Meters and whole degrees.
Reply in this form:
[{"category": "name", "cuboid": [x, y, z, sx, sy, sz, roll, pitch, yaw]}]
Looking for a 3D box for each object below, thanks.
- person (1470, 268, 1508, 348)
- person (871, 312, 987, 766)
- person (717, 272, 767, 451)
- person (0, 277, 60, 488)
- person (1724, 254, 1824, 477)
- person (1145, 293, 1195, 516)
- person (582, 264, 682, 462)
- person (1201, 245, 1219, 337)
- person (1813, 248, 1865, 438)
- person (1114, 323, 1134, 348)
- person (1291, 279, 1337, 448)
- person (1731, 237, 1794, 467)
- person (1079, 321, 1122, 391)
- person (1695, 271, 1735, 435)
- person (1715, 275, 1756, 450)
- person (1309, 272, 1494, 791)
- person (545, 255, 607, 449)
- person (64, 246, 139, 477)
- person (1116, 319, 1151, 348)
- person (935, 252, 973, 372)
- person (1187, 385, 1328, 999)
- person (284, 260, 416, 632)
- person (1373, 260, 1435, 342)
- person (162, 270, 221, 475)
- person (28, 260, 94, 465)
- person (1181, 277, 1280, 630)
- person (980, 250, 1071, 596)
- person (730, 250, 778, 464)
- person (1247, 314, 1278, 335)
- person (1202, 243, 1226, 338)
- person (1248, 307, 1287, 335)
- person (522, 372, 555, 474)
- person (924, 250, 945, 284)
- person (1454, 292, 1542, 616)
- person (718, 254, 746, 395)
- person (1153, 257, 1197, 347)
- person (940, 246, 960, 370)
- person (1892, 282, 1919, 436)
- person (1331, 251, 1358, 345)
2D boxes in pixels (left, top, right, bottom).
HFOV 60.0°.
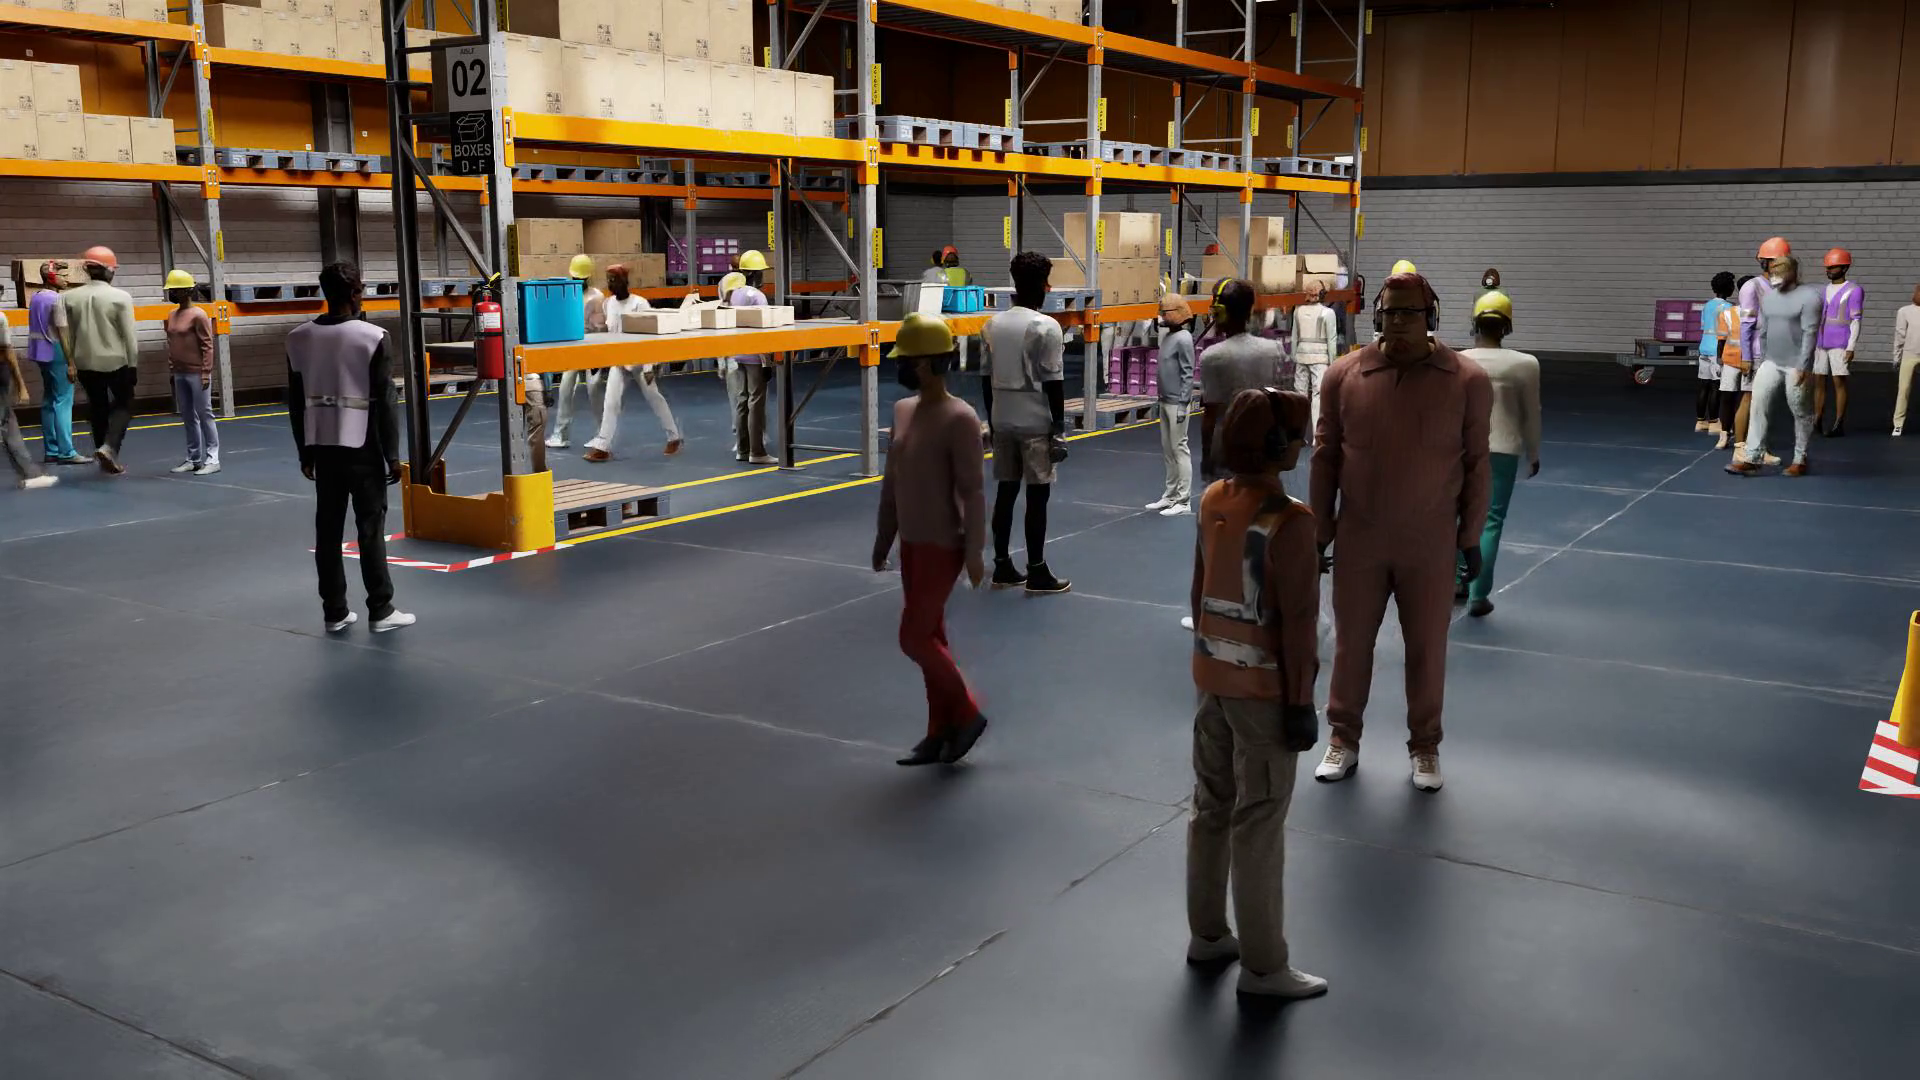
[{"category": "person", "cuboid": [7.262, -2.912, 22.884, 0.499, 1.636, 0.285, 8, 13, 39]}, {"category": "person", "cuboid": [-0.141, 0.016, 6.331, 0.378, 1.750, 0.535, -6, 12, -30]}, {"category": "person", "cuboid": [-2.085, -1.698, 15.921, 0.492, 1.726, 0.420, 1, 10, 6]}, {"category": "person", "cuboid": [-7.683, -1.245, 13.220, 0.527, 1.816, 0.840, 6, 12, 31]}, {"category": "person", "cuboid": [6.939, -1.460, 14.119, 0.935, 1.887, 0.656, -5, 11, -26]}, {"category": "person", "cuboid": [1.570, -0.999, 12.293, 0.269, 1.631, 0.509, -2, 10, -13]}, {"category": "person", "cuboid": [-3.028, -1.643, 15.395, 0.591, 1.820, 1.111, 6, 12, 30]}, {"category": "person", "cuboid": [4.587, -4.406, 30.348, 0.368, 1.929, 0.590, 9, 14, 41]}, {"category": "person", "cuboid": [8.974, -2.025, 17.134, 0.356, 1.937, 0.552, -4, 11, -23]}, {"category": "person", "cuboid": [2.879, -4.238, 29.542, 0.573, 1.887, 0.356, -4, 11, -22]}, {"category": "person", "cuboid": [3.462, -1.723, 16.288, 0.311, 1.638, 0.521, -9, 13, -39]}, {"category": "person", "cuboid": [7.223, -1.672, 14.888, 0.615, 2.041, 0.376, -6, 12, -30]}, {"category": "person", "cuboid": [1.883, -2.916, 22.365, 0.602, 1.830, 0.404, 1, 10, 5]}, {"category": "person", "cuboid": [7.905, -1.943, 17.349, 0.317, 1.697, 0.533, -1, 10, -3]}, {"category": "person", "cuboid": [7.525, -1.687, 15.972, 0.536, 1.686, 0.321, 7, 12, 34]}, {"category": "person", "cuboid": [1.609, -0.027, 6.151, 0.651, 1.907, 0.409, 3, 11, 18]}, {"category": "person", "cuboid": [-3.707, -1.786, 15.986, 0.635, 1.873, 0.871, 8, 13, 37]}, {"category": "person", "cuboid": [-7.289, -1.501, 14.147, 0.616, 1.977, 0.540, 0, 10, 0]}, {"category": "person", "cuboid": [2.824, -3.735, 26.732, 0.643, 1.904, 0.920, 9, 14, 42]}, {"category": "person", "cuboid": [-0.117, -3.511, 25.649, 0.622, 1.840, 0.430, -5, 11, -24]}, {"category": "person", "cuboid": [0.788, 0.405, 4.492, 0.314, 1.641, 0.515, -4, 11, -21]}, {"category": "person", "cuboid": [-3.165, -0.470, 8.581, 0.590, 1.918, 0.398, 2, 10, 12]}, {"category": "person", "cuboid": [4.108, -1.686, 15.549, 0.586, 1.833, 0.403, 9, 14, 42]}, {"category": "person", "cuboid": [-6.667, -1.440, 14.373, 0.535, 1.767, 0.317, 6, 12, 32]}, {"category": "person", "cuboid": [-8.179, -1.596, 15.024, 0.569, 1.840, 0.373, 8, 13, 38]}, {"category": "person", "cuboid": [1.418, -0.387, 8.317, 0.518, 1.845, 0.724, -5, 11, -25]}, {"category": "person", "cuboid": [0.382, -0.665, 9.519, 0.361, 1.963, 0.613, -9, 14, -42]}, {"category": "person", "cuboid": [-1.868, -1.653, 15.094, 0.361, 1.928, 0.594, -7, 12, -33]}, {"category": "person", "cuboid": [4.773, -3.559, 25.792, 1.046, 1.865, 0.656, -1, 10, -7]}, {"category": "person", "cuboid": [3.823, -3.376, 24.460, 0.625, 1.992, 0.386, -5, 12, -27]}, {"category": "person", "cuboid": [4.595, -3.504, 25.326, 0.922, 1.954, 0.618, -7, 12, -34]}, {"category": "person", "cuboid": [-3.474, -1.191, 13.342, 0.514, 1.641, 0.307, 5, 11, 27]}, {"category": "person", "cuboid": [-0.342, -3.955, 28.100, 0.559, 1.849, 0.516, 4, 11, 21]}, {"category": "person", "cuboid": [2.905, -0.476, 9.118, 0.529, 1.742, 0.672, 6, 12, 30]}, {"category": "person", "cuboid": [-2.829, -2.779, 21.585, 0.627, 1.844, 0.429, 7, 13, 35]}, {"category": "person", "cuboid": [2.977, -3.037, 23.050, 0.619, 1.836, 0.430, 1, 10, 3]}, {"category": "person", "cuboid": [-0.139, -3.608, 25.925, 0.369, 1.933, 0.543, -6, 12, -32]}, {"category": "person", "cuboid": [9.877, -1.864, 17.117, 0.504, 1.625, 0.284, 4, 11, 23]}, {"category": "person", "cuboid": [5.889, -3.419, 25.070, 0.957, 1.850, 0.674, 3, 11, 17]}]
